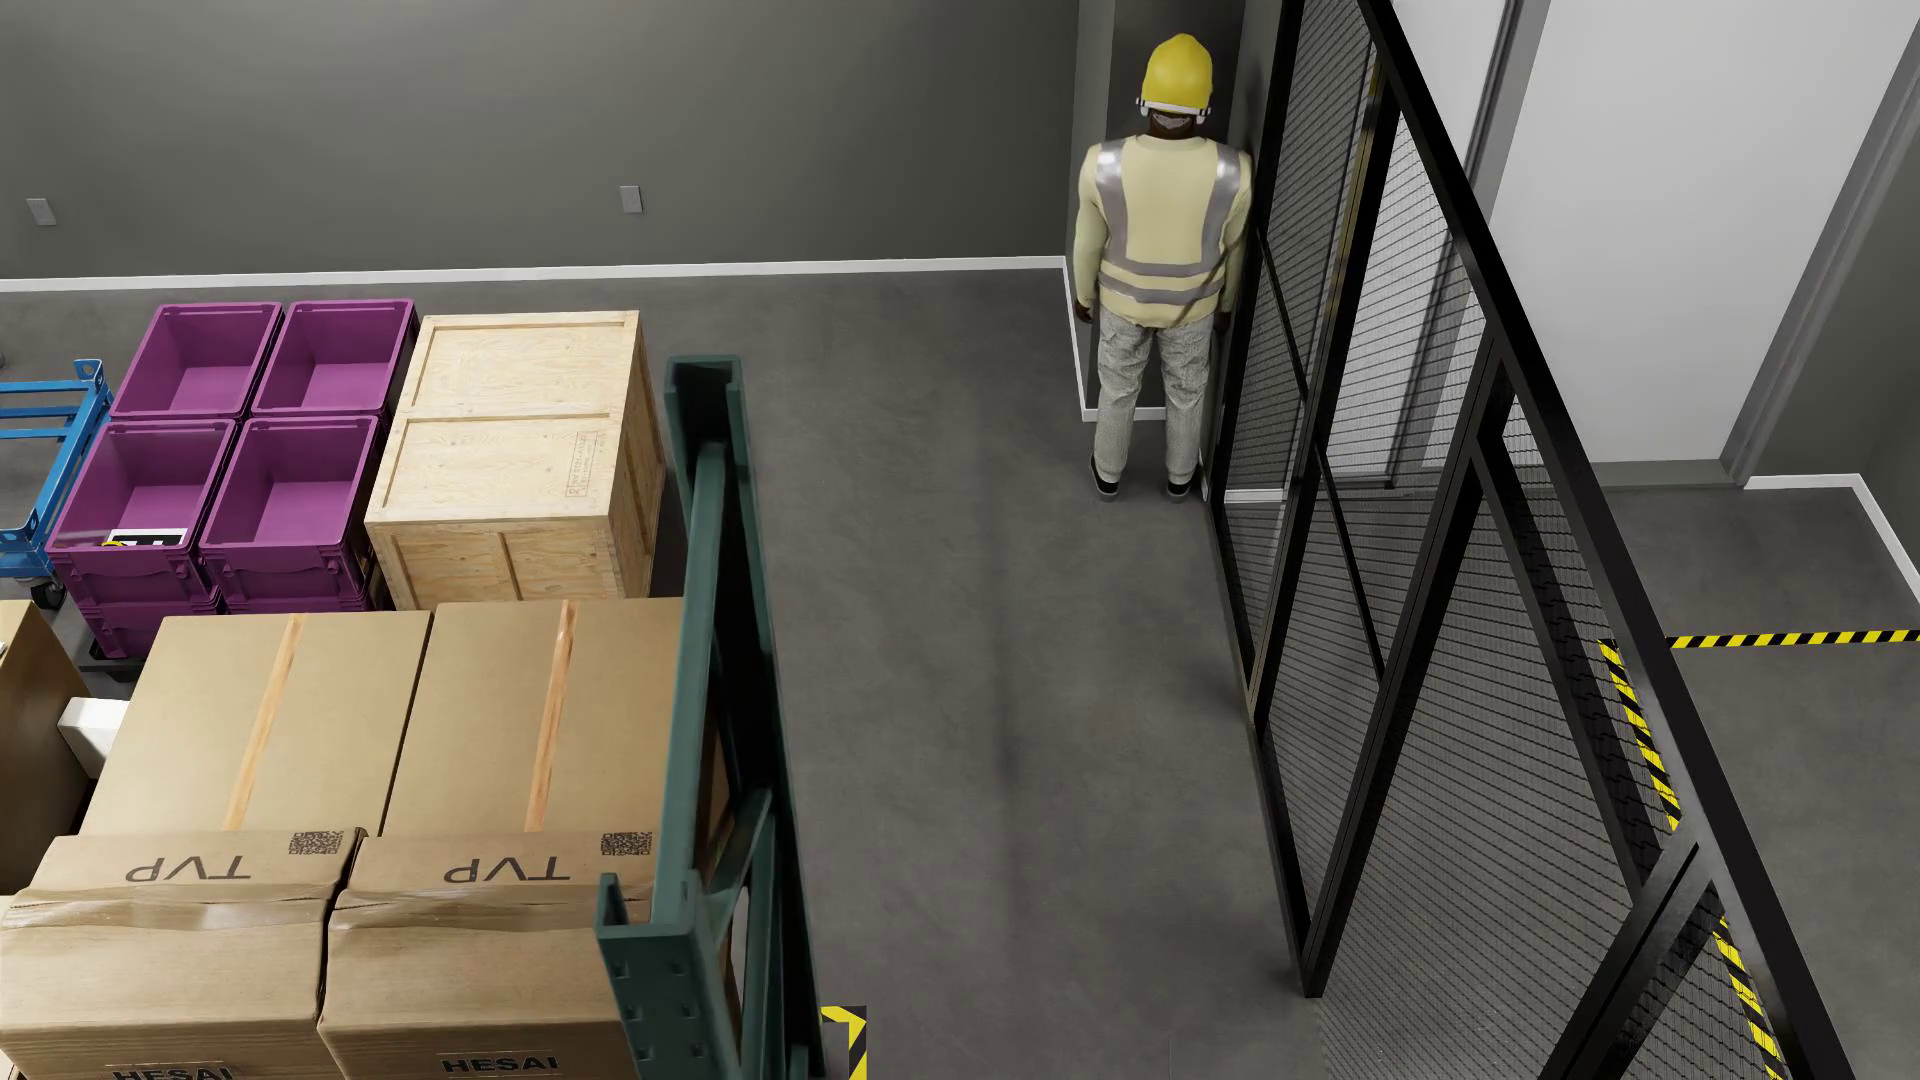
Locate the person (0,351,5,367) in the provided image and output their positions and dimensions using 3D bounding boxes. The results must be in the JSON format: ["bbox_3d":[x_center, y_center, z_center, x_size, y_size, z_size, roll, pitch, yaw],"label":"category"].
[{"bbox_3d":[-4.036,-1.273,5.972,0.371,1.941,0.627,-3,46,-3],"label":"person"}]

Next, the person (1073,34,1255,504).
[{"bbox_3d":[0.674,-0.860,5.649,0.586,1.835,0.403,4,46,4],"label":"person"}]
